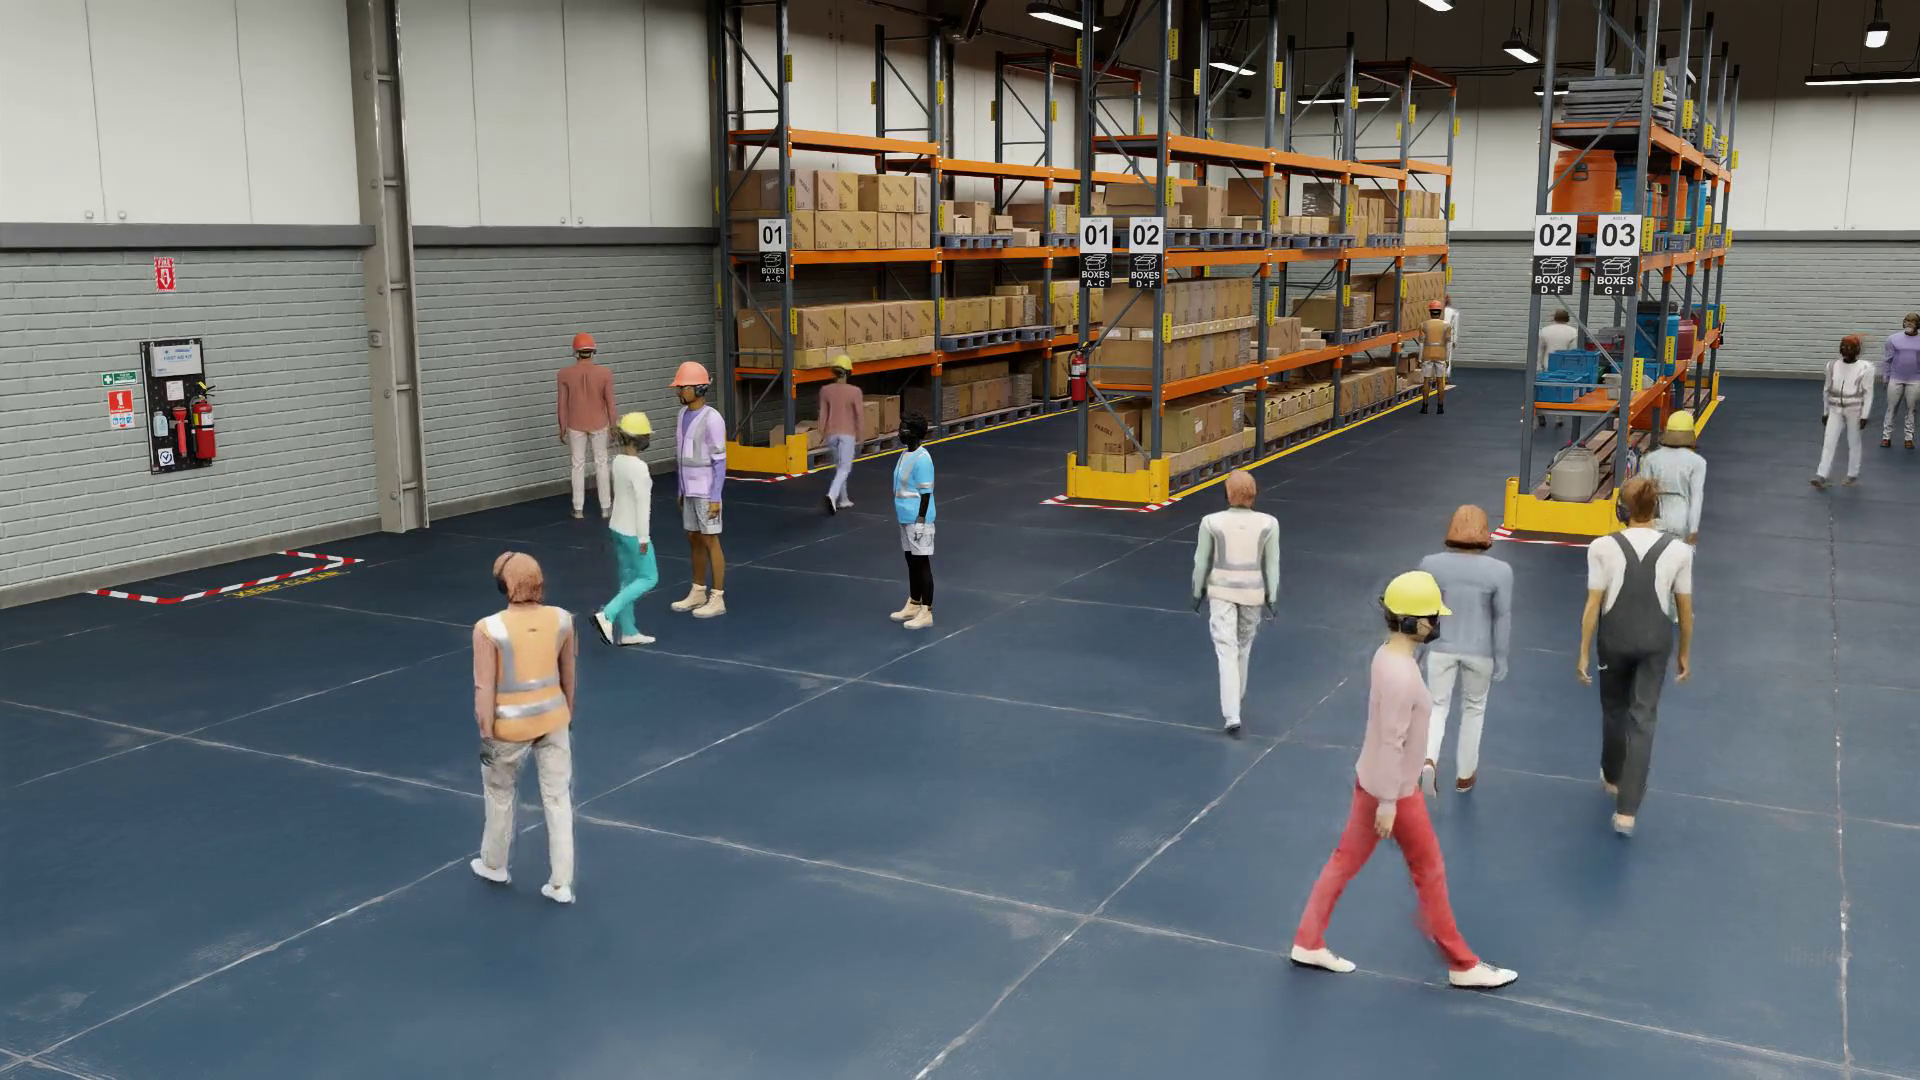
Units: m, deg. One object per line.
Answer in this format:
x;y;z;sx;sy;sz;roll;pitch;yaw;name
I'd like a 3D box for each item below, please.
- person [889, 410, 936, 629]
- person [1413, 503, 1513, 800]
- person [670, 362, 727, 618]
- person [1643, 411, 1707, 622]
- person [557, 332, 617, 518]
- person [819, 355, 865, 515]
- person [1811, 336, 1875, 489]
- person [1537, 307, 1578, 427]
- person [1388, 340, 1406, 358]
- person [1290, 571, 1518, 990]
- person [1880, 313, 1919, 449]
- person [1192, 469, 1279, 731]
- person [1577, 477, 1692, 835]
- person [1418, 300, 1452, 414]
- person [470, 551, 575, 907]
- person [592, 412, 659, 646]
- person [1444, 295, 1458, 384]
-0.359;-0.163;12.918;0.319;1.696;0.532;-4;11;-19;person
2.675;0.612;8.916;0.509;1.613;0.642;5;11;25;person
-2.092;-0.397;13.246;0.394;2.044;0.609;-8;13;-37;person
5.465;-0.151;12.835;0.502;1.703;0.887;10;14;43;person
-4.011;-1.231;17.915;0.622;1.996;0.369;-2;11;-13;person
-1.330;-1.158;18.249;0.532;1.742;0.790;5;11;25;person
10.625;-1.526;19.979;0.972;1.828;0.603;-9;14;-40;person
9.364;-2.697;26.140;0.640;1.921;0.790;6;12;31;person
8.947;-4.164;34.196;0.663;1.894;0.599;-3;11;-17;person
1.782;0.965;6.695;0.899;1.712;0.538;1;10;7;person
13.520;-2.272;23.772;0.627;1.934;0.370;6;12;30;person
1.712;0.358;10.335;0.525;1.599;0.839;0;10;-1;person
3.503;0.572;8.634;0.545;1.788;0.932;3;11;17;person
8.072;-3.108;28.327;0.544;1.935;0.361;2;11;11;person
-2.026;0.846;7.646;0.541;1.608;0.754;-9;14;-40;person
-2.447;-0.056;12.163;0.532;1.754;0.538;-7;13;-35;person
9.898;-4.121;34.091;0.590;1.853;0.934;1;10;7;person
